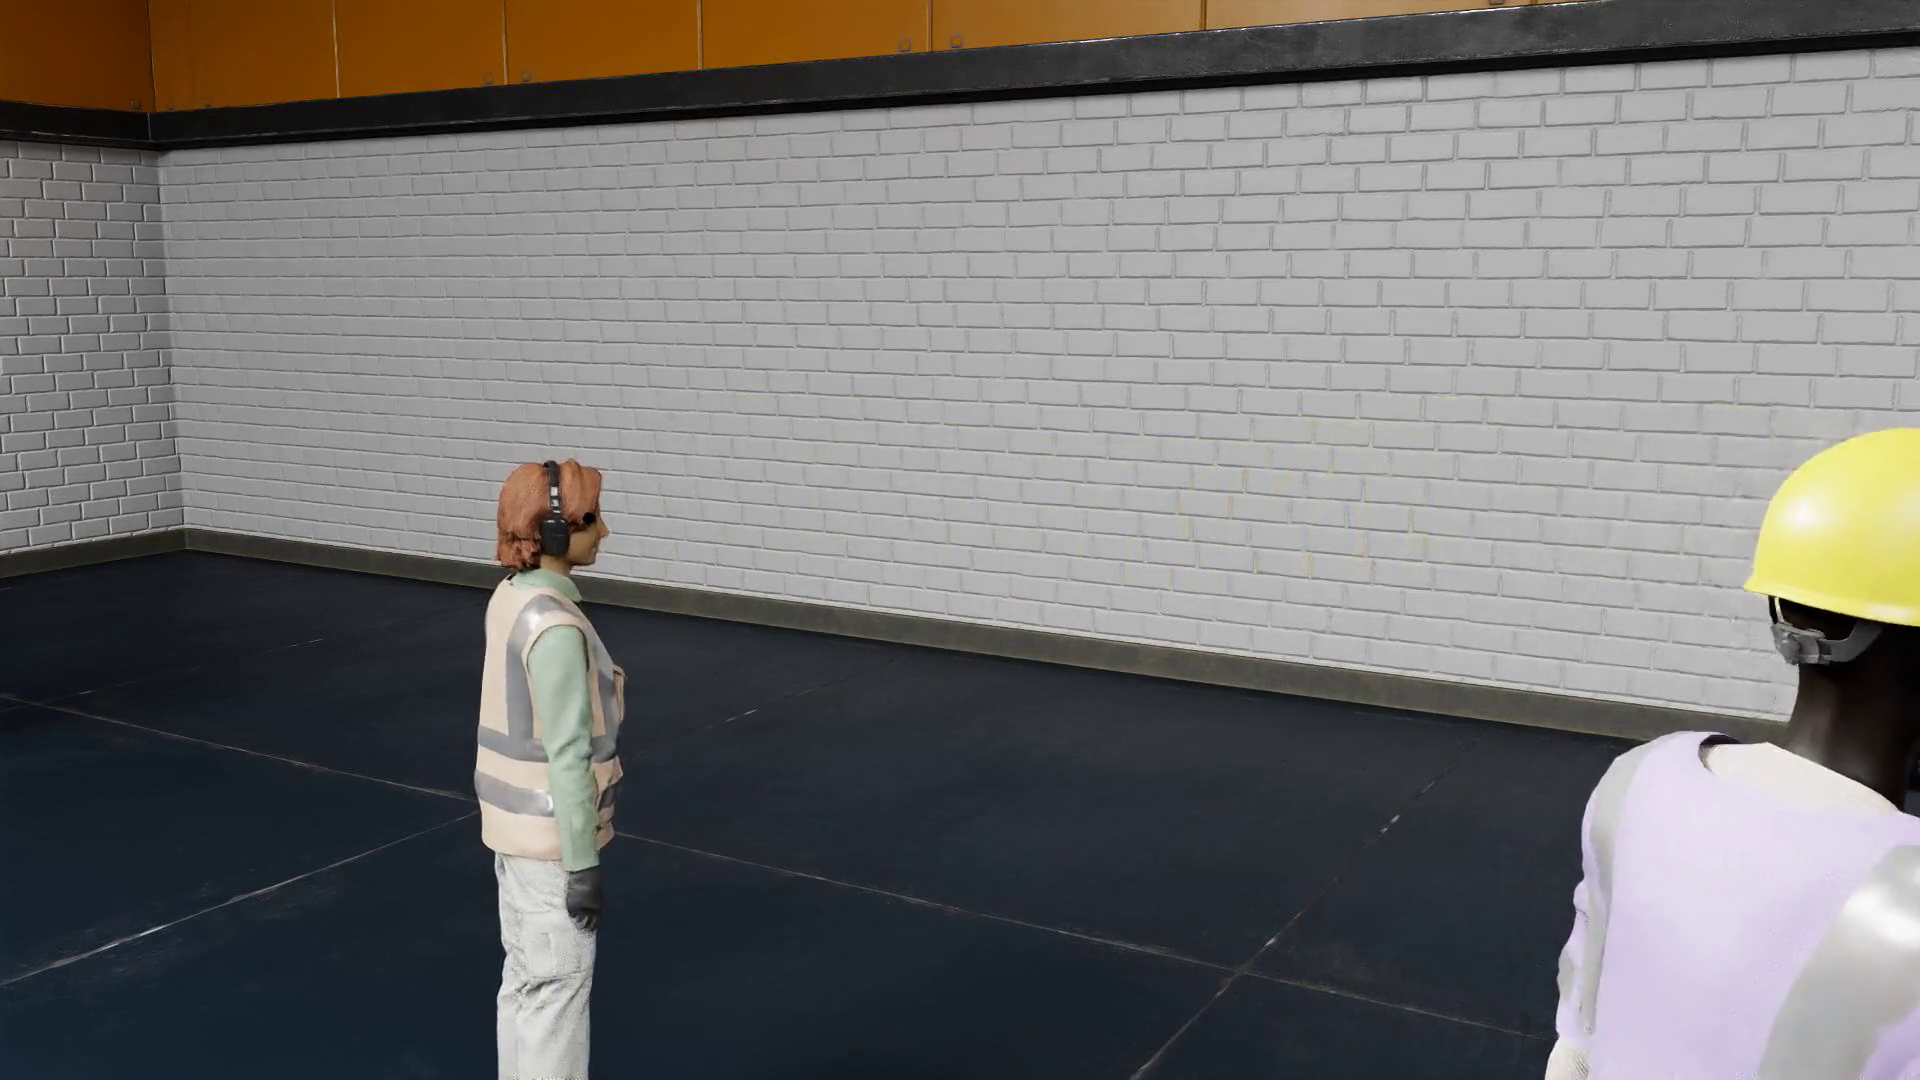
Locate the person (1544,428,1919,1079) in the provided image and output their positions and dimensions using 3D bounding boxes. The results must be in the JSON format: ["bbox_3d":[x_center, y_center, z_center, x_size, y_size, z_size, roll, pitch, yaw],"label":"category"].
[{"bbox_3d":[0.865,0.826,1.676,1.018,1.873,0.608,-1,9,-9],"label":"person"}]

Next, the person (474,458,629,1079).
[{"bbox_3d":[-0.878,0.640,3.587,0.313,1.638,0.518,-4,10,-25],"label":"person"}]
